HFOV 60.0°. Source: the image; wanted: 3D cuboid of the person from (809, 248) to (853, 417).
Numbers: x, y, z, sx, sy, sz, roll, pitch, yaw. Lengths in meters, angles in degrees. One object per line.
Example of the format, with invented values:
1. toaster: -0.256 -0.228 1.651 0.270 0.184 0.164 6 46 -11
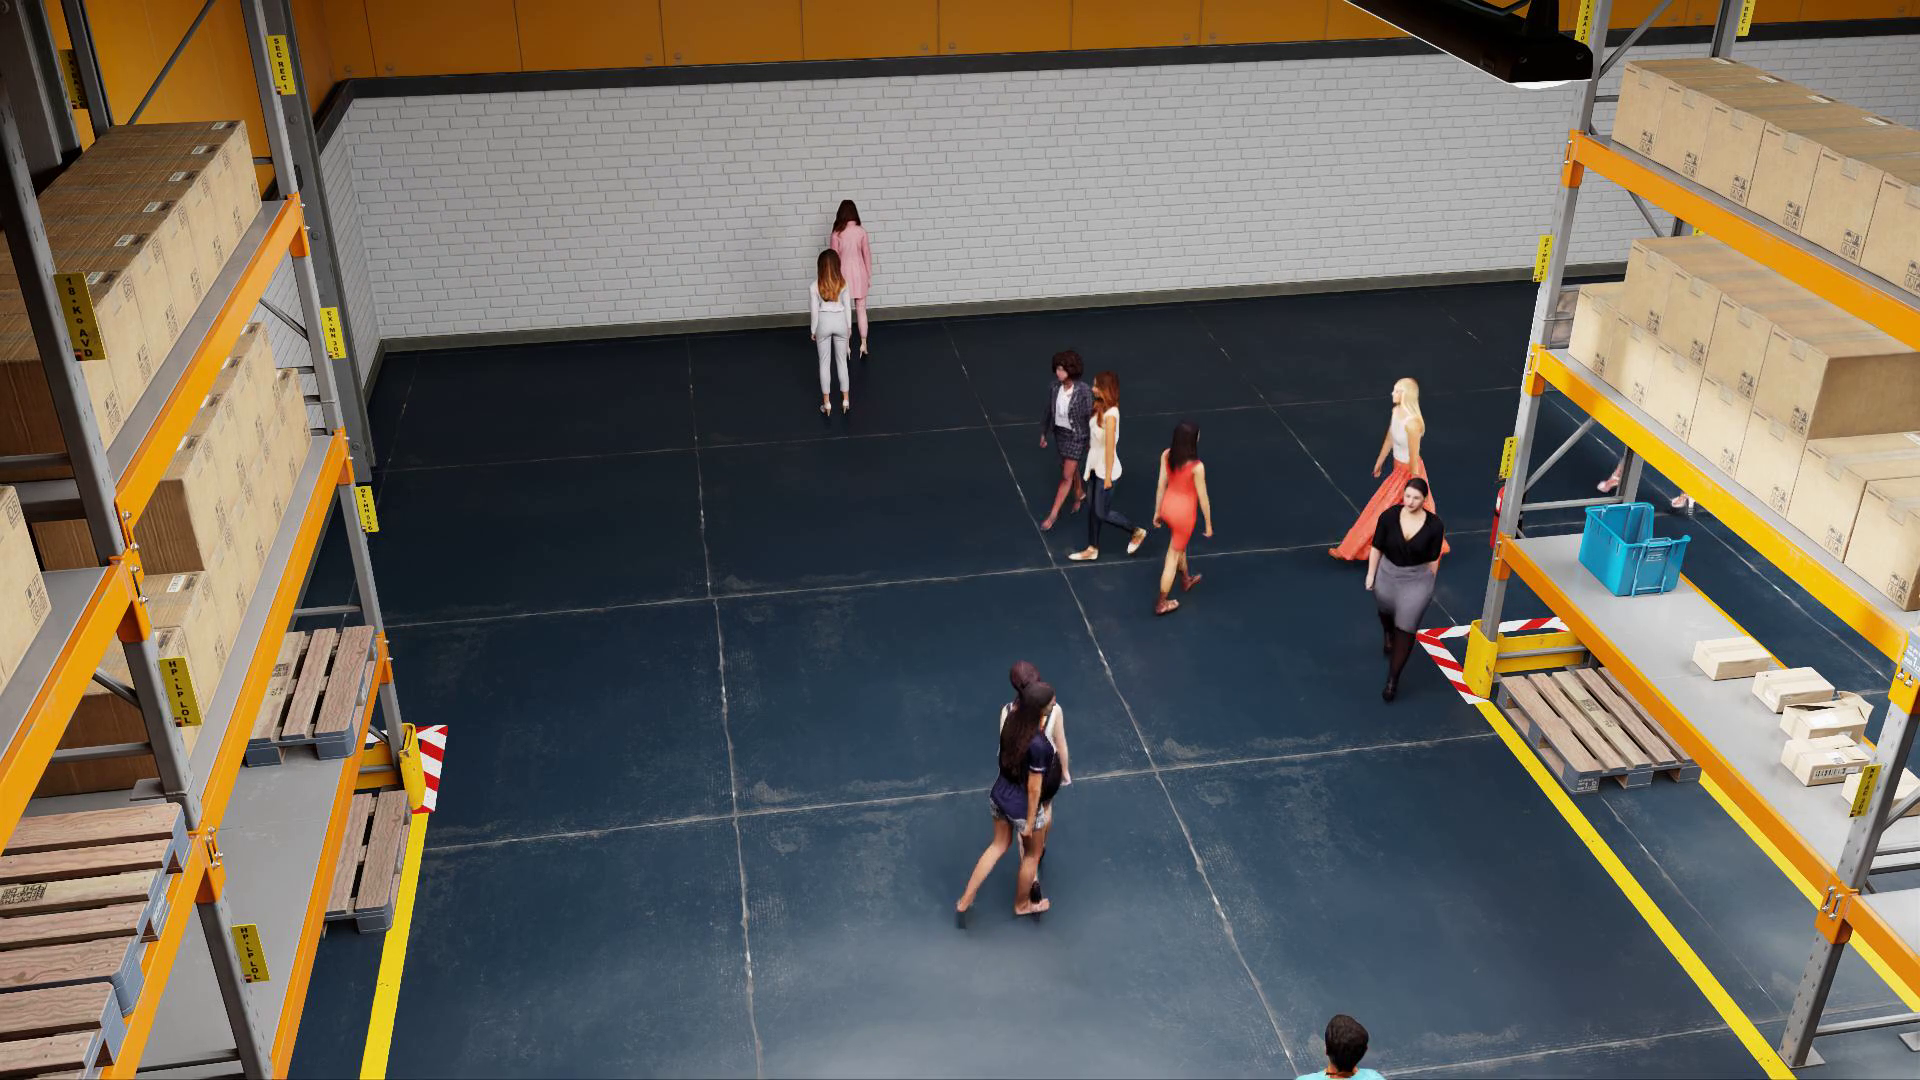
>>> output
1. person: -1.313 -2.123 17.012 0.599 1.768 0.554 -8 30 -14

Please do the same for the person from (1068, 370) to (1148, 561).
1. person: 1.313 -0.612 14.241 0.677 1.770 0.835 -4 29 -7

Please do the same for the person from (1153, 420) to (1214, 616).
1. person: 1.716 -0.151 13.475 0.952 1.694 0.958 -24 37 -36

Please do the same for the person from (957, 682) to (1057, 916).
1. person: 0.299 1.630 10.164 0.821 1.738 0.863 -17 33 -29

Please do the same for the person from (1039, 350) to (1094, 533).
1. person: 1.040 -0.925 14.923 1.076 1.665 1.093 21 35 33

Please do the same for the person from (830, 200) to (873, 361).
1. person: -1.202 -2.866 18.338 0.611 1.803 0.515 -6 29 -10

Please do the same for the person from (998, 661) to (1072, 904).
1. person: 0.465 1.545 10.448 0.686 1.615 0.998 -2 29 -3

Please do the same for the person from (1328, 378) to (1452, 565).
1. person: 3.857 -0.509 14.085 0.880 1.738 1.272 0 29 0

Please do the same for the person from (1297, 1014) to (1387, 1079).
1. person: 1.749 2.972 7.689 0.793 1.751 1.073 2 29 3

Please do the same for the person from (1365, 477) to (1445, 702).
1. person: 3.363 0.289 12.640 1.054 1.721 1.179 14 32 25
